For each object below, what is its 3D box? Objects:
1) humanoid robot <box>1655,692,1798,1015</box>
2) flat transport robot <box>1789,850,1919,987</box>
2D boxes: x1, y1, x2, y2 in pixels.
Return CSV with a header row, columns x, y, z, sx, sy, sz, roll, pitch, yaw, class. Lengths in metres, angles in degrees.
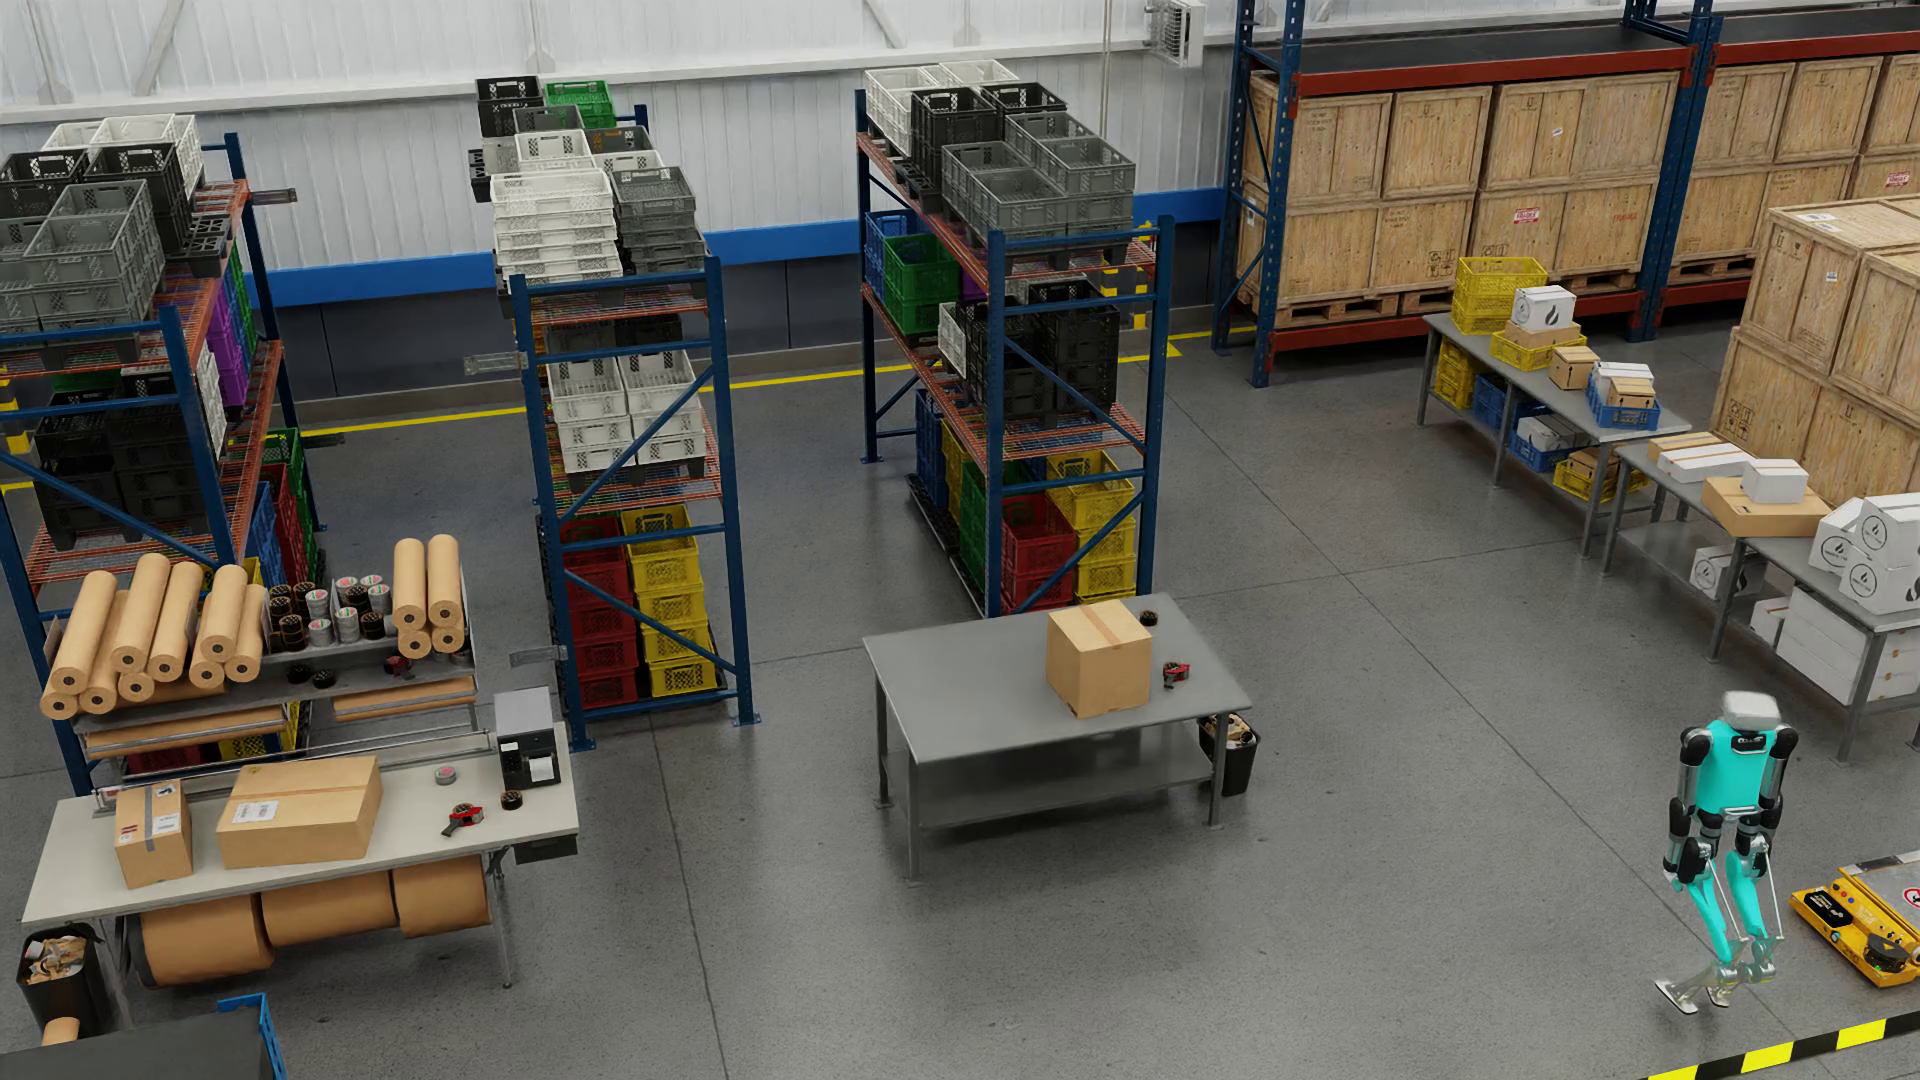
x,y,z,sx,sy,sz,roll,pitch,yaw,class
3.596,1.549,7.682,0.533,1.673,0.735,-3,29,-6,humanoid robot
5.163,1.916,8.676,1.431,0.231,0.659,-8,30,-14,flat transport robot
